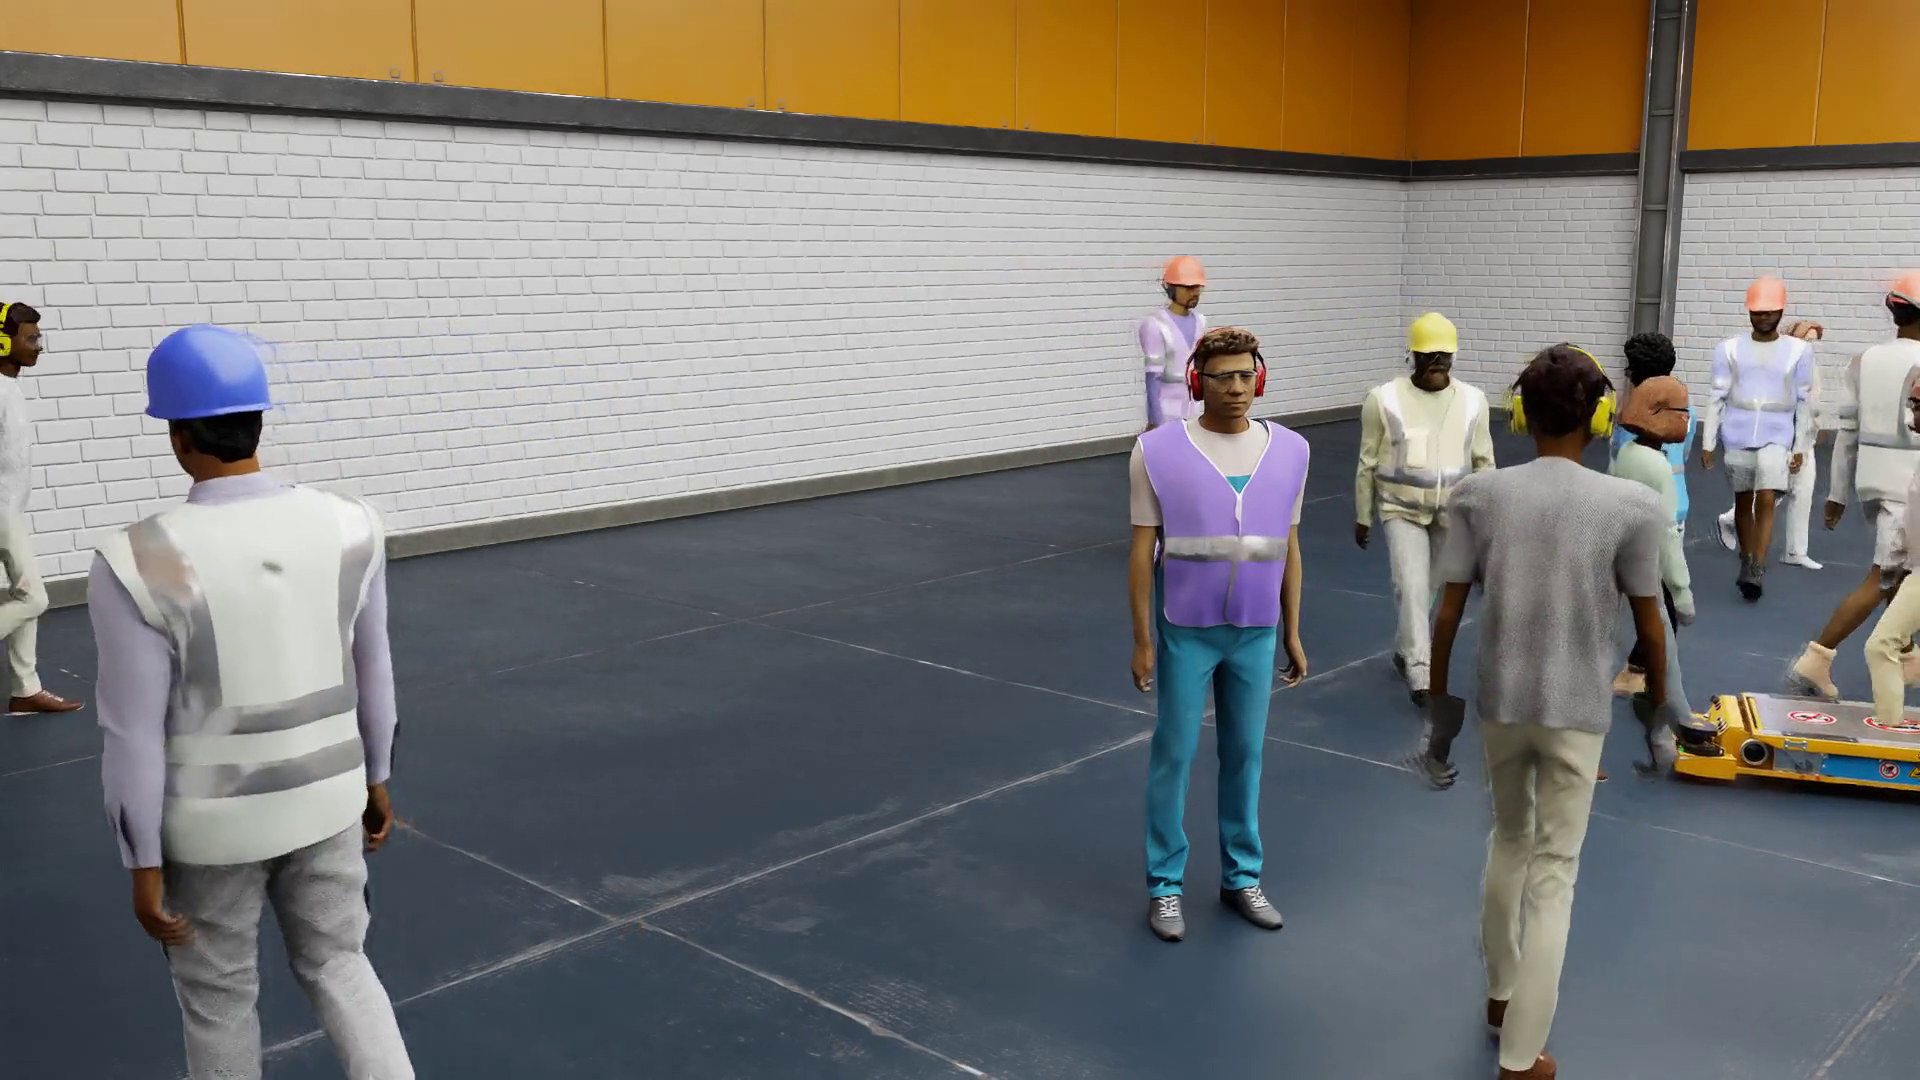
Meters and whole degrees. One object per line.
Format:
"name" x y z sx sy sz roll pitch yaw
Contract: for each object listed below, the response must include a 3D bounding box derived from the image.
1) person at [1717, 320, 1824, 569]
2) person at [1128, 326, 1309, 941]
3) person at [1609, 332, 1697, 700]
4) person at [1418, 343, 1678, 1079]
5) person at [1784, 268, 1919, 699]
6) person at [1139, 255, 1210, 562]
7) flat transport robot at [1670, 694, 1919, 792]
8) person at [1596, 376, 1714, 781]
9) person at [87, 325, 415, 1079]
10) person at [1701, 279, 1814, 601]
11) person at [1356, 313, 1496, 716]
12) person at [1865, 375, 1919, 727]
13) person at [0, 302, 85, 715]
"person" 5.381 -0.636 10.923 0.520 1.617 0.631 -5 11 -27
"person" 0.776 0.277 5.056 0.567 1.845 0.386 -3 10 -14
"person" 3.165 -0.107 7.685 0.530 1.691 0.321 -8 13 -38
"person" 1.497 0.437 4.168 0.535 1.841 0.760 7 12 36
"person" 4.245 -0.246 7.616 0.993 2.002 0.597 -2 10 -10
"person" 1.433 -0.819 10.792 0.609 2.022 0.617 -7 12 -35
"flat transport robot" 3.573 0.808 6.513 1.431 0.197 0.652 4 11 21
"person" 2.682 0.167 6.411 0.830 1.586 0.508 2 10 13
"person" -1.379 0.537 3.336 0.725 1.931 0.620 9 14 42
"person" 4.735 -0.598 9.925 0.565 1.880 0.997 6 11 29
"person" 2.145 -0.146 7.650 0.611 1.786 0.924 -1 10 -4
"person" 3.694 0.140 6.493 0.610 1.617 0.510 5 11 27
"person" -4.211 -0.106 7.234 0.523 1.848 0.555 -5 11 -25
